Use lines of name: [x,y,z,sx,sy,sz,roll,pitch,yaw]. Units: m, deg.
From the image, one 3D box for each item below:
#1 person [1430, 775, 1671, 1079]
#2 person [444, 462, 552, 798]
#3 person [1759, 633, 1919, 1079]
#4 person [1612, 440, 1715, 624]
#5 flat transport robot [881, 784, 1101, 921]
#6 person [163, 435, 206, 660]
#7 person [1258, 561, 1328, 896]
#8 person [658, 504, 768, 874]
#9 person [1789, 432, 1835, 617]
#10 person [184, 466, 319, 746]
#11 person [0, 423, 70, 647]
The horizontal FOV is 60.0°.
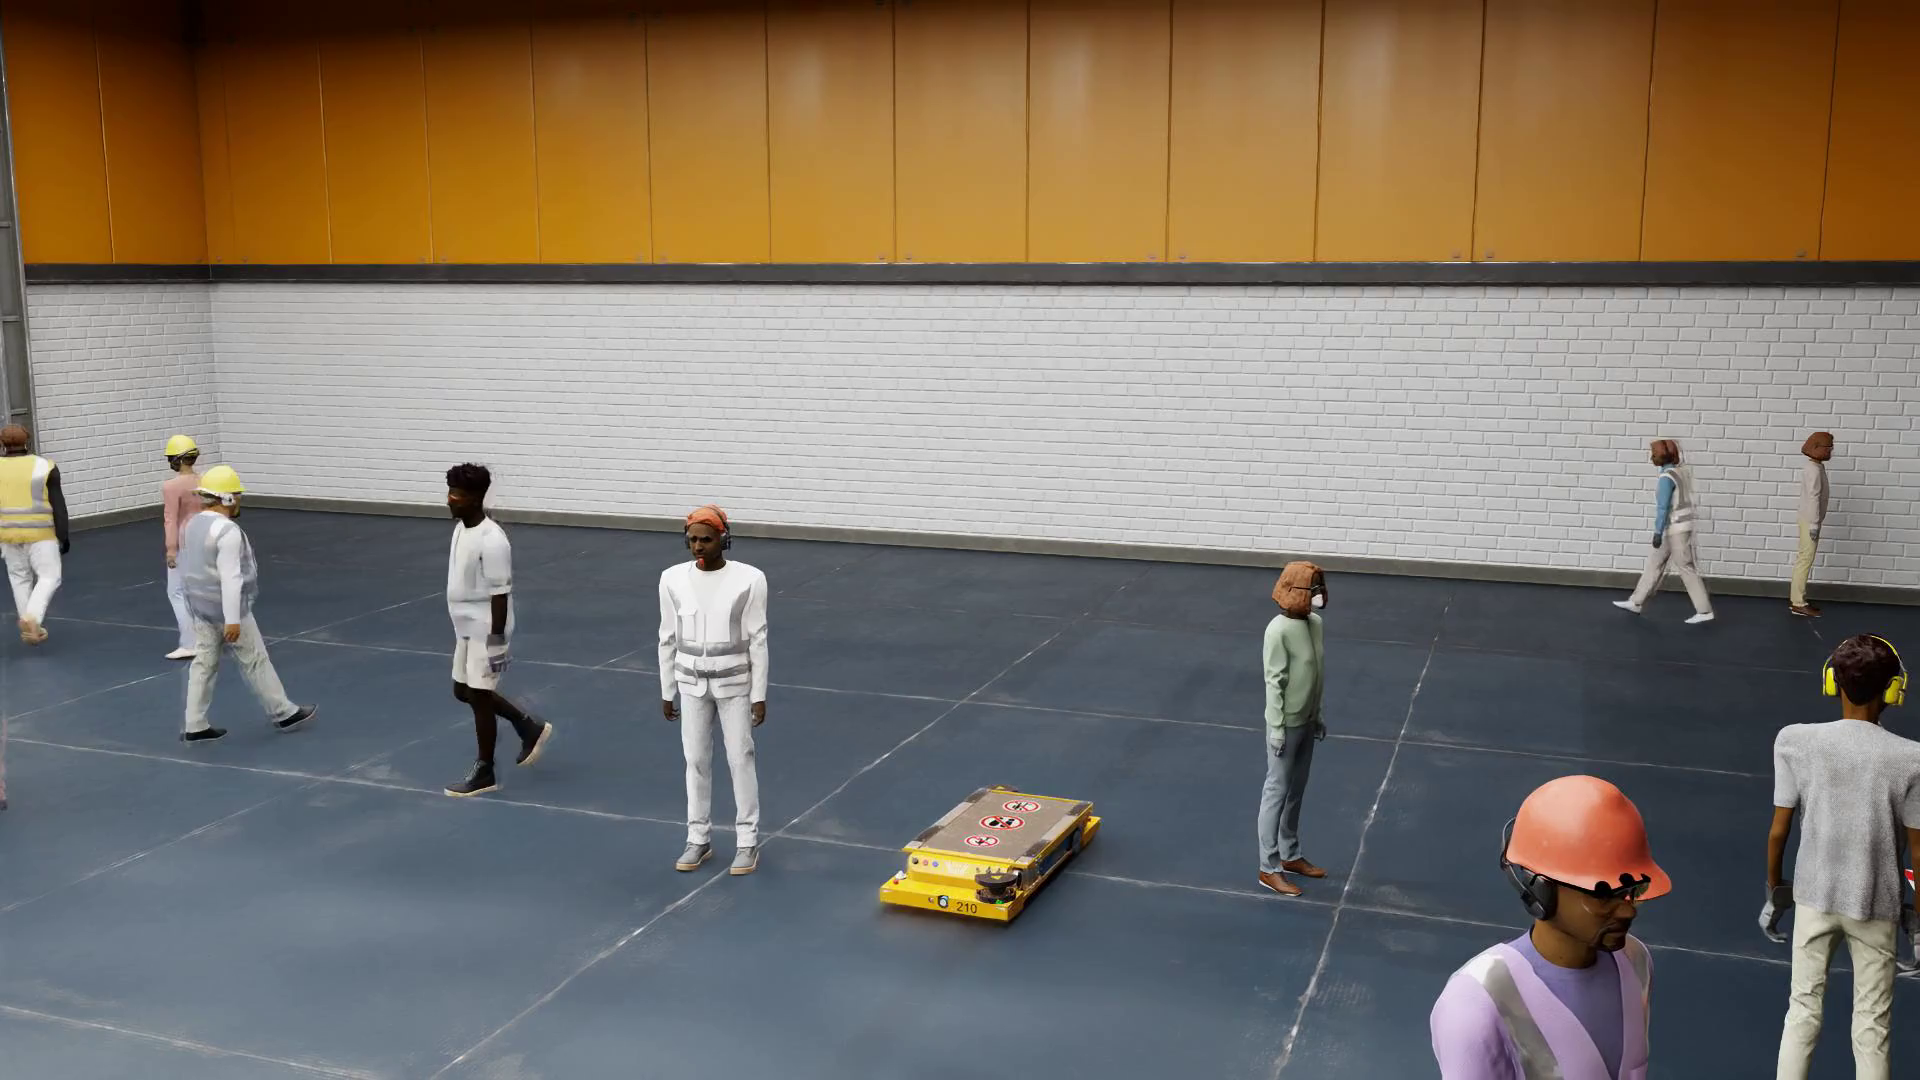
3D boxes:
person: [1.224,1.473,3.423,0.608,2.044,0.370,-7,11,-37]
person: [-2.738,0.504,9.702,0.605,1.953,0.626,-6,11,-34]
person: [2.936,1.226,5.512,0.514,1.865,0.329,7,12,37]
person: [6.149,-0.073,14.396,0.878,1.591,0.543,5,10,27]
flat transport robot: [0.192,1.549,8.433,0.652,0.197,1.431,4,10,22]
person: [-6.068,0.056,13.083,0.338,1.761,0.550,2,9,13]
person: [1.654,0.908,8.194,0.284,1.633,0.497,7,11,36]
person: [-1.244,0.752,8.403,0.571,1.882,0.338,1,9,9]
person: [7.562,-0.149,14.751,0.267,1.632,0.509,4,10,24]
person: [-4.672,0.412,10.782,0.619,1.790,0.835,7,12,39]
person: [-7.537,-0.027,13.393,0.637,1.824,0.708,-2,9,-9]
